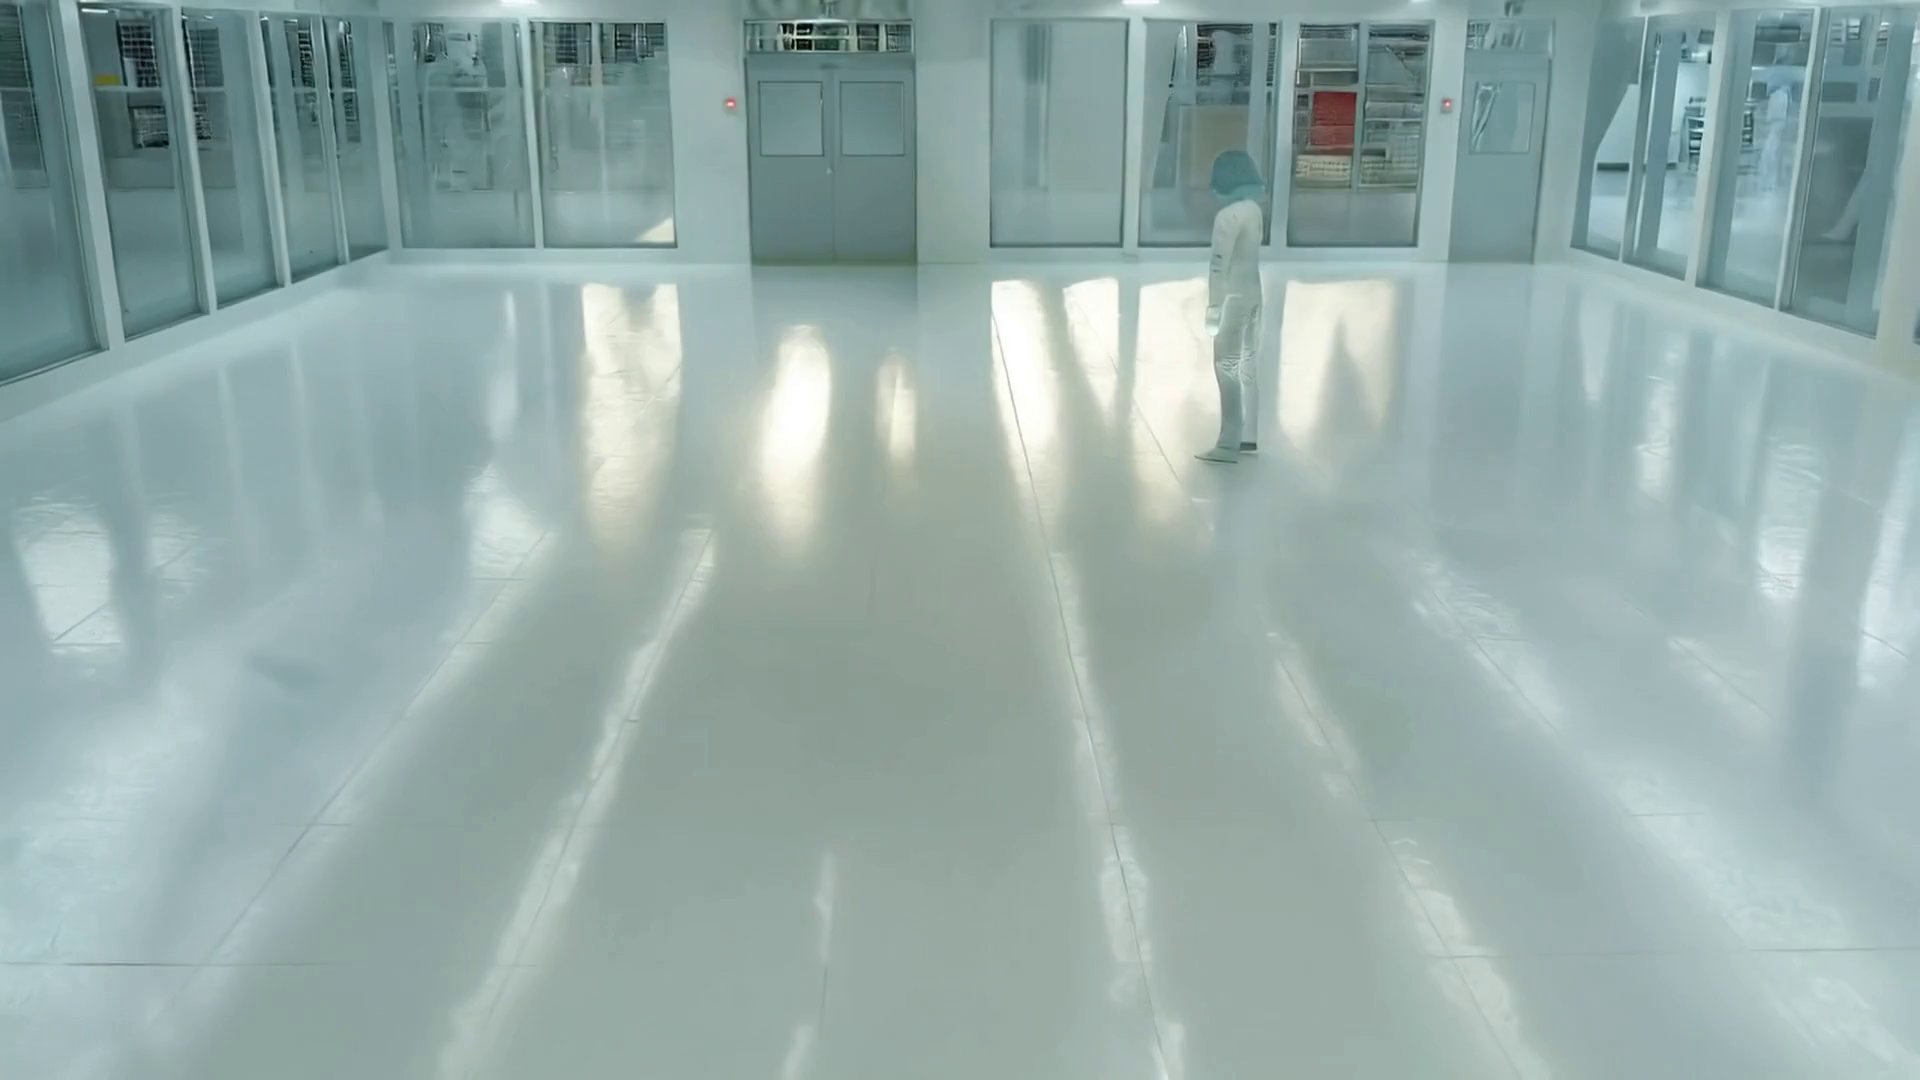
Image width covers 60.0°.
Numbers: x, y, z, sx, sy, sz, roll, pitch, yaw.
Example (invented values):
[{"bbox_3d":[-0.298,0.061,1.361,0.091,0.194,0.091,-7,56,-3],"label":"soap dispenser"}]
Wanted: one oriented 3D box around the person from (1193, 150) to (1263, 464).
[{"bbox_3d":[1.430,-1.214,8.729,0.280,1.624,0.494,9,19,28],"label":"person"}]
